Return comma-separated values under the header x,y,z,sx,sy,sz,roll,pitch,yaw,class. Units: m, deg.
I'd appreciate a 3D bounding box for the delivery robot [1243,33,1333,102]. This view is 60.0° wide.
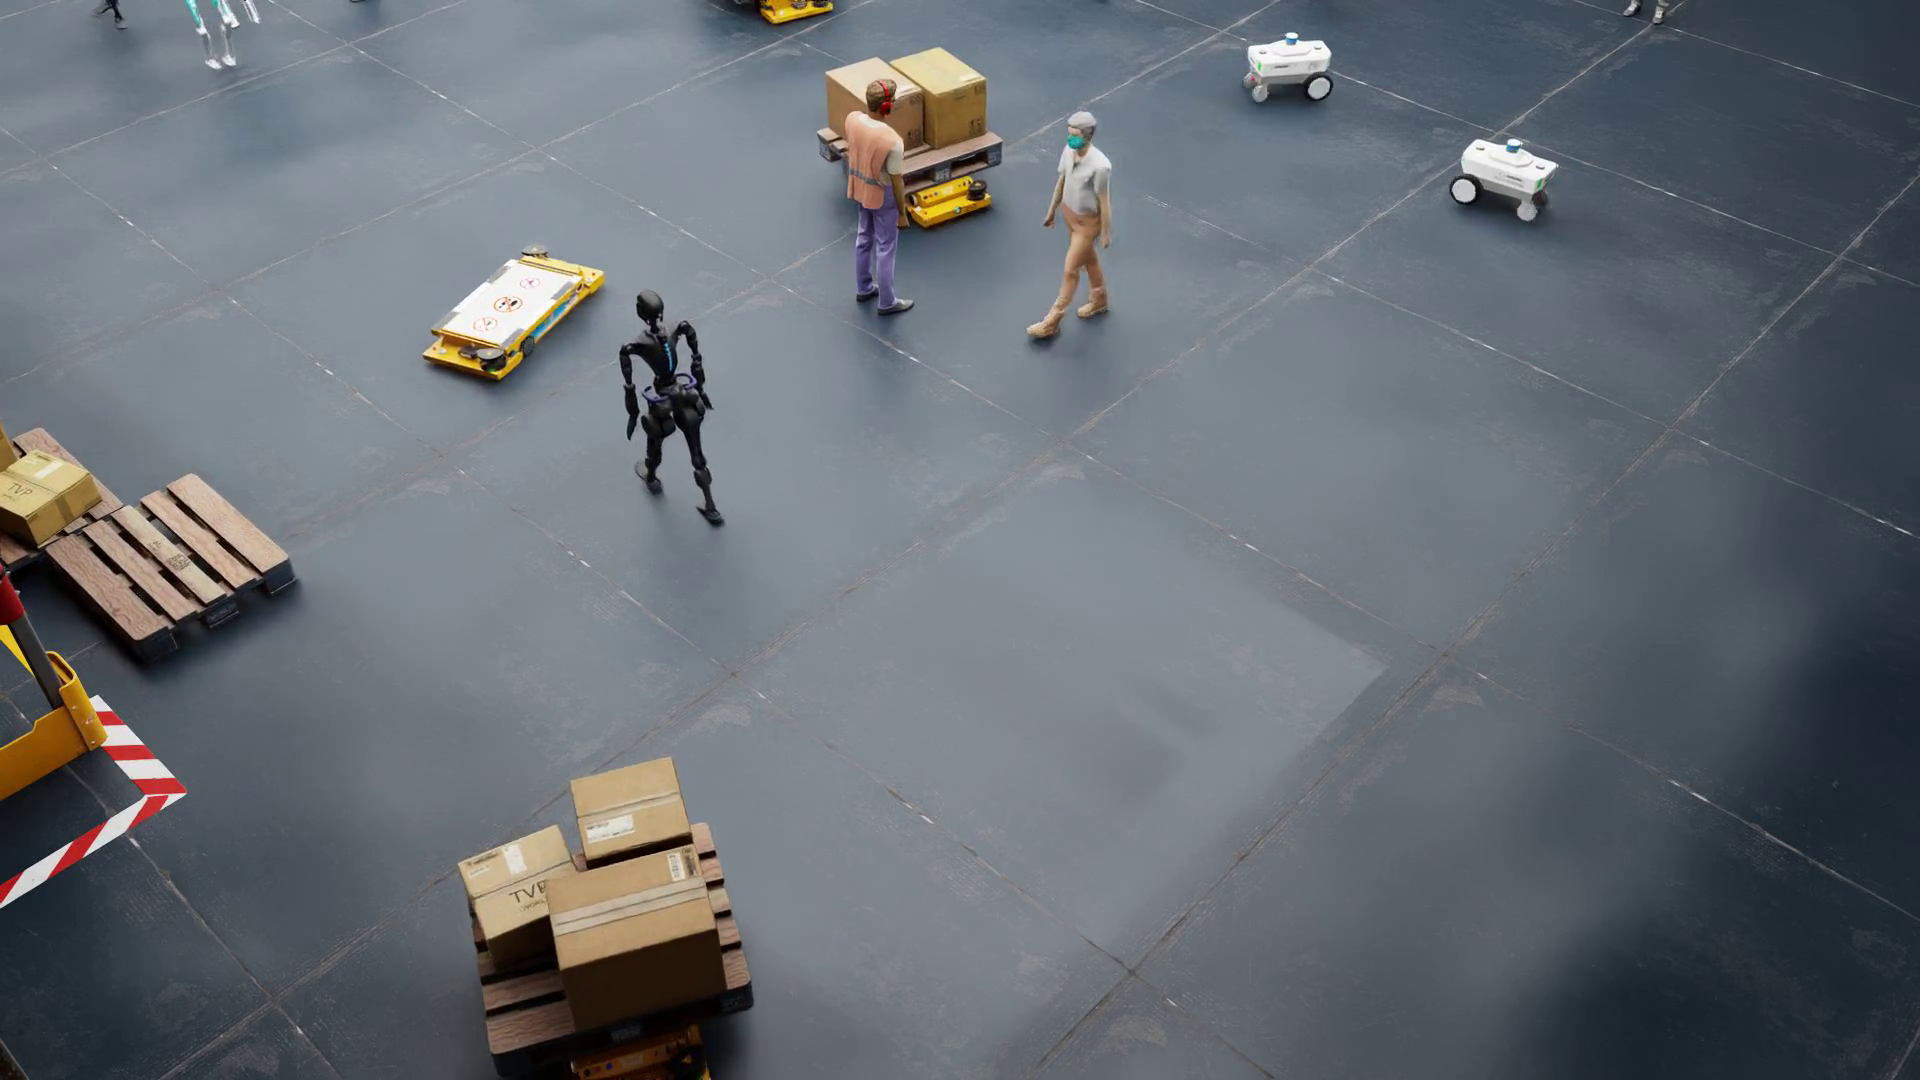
x,y,z,sx,sy,sz,roll,pitch,yaw,class
2.998,-4.296,15.101,0.812,0.614,0.499,-7,42,-7,delivery robot

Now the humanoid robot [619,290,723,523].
x,y,z,sx,sy,sz,roll,pitch,yaw,class
-1.846,-0.879,10.480,0.589,1.623,0.774,-28,49,-27,humanoid robot

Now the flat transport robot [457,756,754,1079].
x,y,z,sx,sy,sz,roll,pitch,yaw,class
-1.693,2.127,8.162,0.659,0.231,1.431,-13,43,-14,flat transport robot

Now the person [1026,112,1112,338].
x,y,z,sx,sy,sz,roll,pitch,yaw,class
0.782,-2.277,11.978,0.856,1.706,0.500,-23,47,-23,person

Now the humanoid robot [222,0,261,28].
x,y,z,sx,sy,sz,roll,pitch,yaw,class
-7.136,-5.735,15.827,0.539,1.832,0.659,-24,47,-24,humanoid robot

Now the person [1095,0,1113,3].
x,y,z,sx,sy,sz,roll,pitch,yaw,class
1.257,-6.262,16.332,0.839,1.806,0.569,30,50,29,person

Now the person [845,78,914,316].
x,y,z,sx,sy,sz,roll,pitch,yaw,class
-0.602,-2.474,12.106,0.376,1.836,0.558,-32,51,-31,person

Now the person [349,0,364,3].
x,y,z,sx,sy,sz,roll,pitch,yaw,class
-6.079,-6.247,16.276,0.416,1.870,0.535,-23,47,-24,person

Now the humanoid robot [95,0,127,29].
x,y,z,sx,sy,sz,roll,pitch,yaw,class
-8.309,-5.708,15.823,0.609,1.645,0.466,11,43,12,humanoid robot

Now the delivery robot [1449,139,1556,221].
x,y,z,sx,sy,sz,roll,pitch,yaw,class
4.478,-2.997,13.638,0.777,0.587,0.499,27,48,26,delivery robot

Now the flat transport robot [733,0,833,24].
x,y,z,sx,sy,sz,roll,pitch,yaw,class
-1.890,-5.603,16.754,0.659,0.231,1.431,-21,46,-22,flat transport robot

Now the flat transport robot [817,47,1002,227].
x,y,z,sx,sy,sz,roll,pitch,yaw,class
-0.410,-3.099,13.970,0.659,0.231,1.431,-24,47,-24,flat transport robot

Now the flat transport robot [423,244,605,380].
x,y,z,sx,sy,sz,roll,pitch,yaw,class
-3.321,-1.717,12.435,0.659,0.231,1.431,16,44,17,flat transport robot

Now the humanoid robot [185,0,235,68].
x,y,z,sx,sy,sz,roll,pitch,yaw,class
-6.934,-5.107,15.117,0.538,1.776,0.810,-28,49,-28,humanoid robot

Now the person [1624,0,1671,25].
x,y,z,sx,sy,sz,roll,pitch,yaw,class
6.781,-5.886,15.903,0.564,1.832,0.411,21,46,22,person
